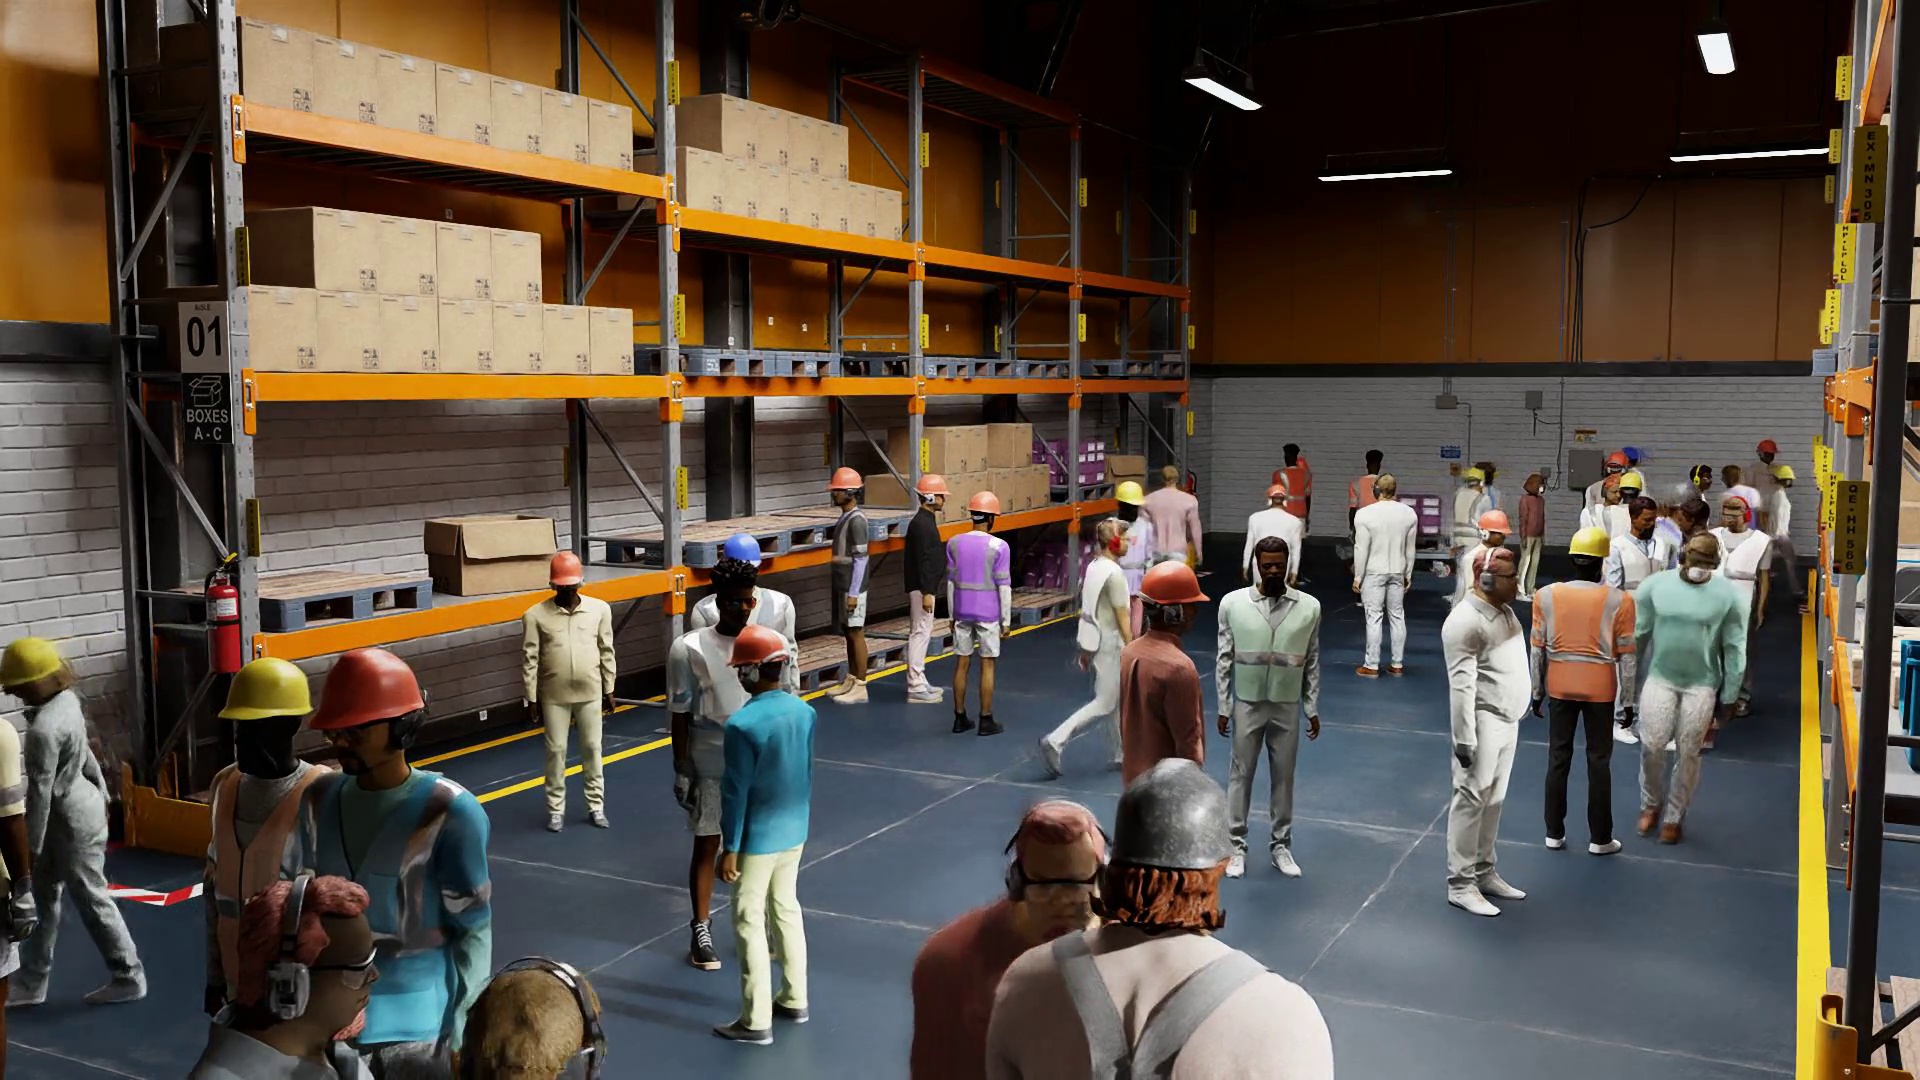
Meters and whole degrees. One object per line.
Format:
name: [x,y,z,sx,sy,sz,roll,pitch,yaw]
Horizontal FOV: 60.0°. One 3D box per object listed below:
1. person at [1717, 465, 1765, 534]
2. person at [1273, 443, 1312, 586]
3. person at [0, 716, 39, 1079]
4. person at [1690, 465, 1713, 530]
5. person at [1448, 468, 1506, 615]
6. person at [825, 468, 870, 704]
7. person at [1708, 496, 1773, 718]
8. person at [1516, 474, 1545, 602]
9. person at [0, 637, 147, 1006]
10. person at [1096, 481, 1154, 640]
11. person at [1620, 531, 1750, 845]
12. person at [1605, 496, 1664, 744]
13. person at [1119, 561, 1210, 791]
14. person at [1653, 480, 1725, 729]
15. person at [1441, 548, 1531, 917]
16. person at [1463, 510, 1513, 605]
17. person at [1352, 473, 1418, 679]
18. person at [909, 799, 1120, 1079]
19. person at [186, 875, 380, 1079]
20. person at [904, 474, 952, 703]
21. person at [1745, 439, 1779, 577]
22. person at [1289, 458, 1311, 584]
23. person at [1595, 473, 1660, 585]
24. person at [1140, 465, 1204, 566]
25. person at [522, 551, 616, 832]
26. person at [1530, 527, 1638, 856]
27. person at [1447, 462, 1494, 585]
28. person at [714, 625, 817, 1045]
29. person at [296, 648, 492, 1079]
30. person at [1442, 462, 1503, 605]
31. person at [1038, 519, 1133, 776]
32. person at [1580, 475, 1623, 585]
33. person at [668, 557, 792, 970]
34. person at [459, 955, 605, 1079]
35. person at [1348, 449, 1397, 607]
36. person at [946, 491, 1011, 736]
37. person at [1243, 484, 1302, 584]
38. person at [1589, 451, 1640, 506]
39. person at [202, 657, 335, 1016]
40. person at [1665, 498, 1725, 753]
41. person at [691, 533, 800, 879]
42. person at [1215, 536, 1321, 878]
person: [9.271,0.008,19.796,0.537,1.813,0.539,-1,5,-12]
person: [4.545,-0.350,22.842,0.613,1.963,0.362,-2,6,-21]
person: [-3.579,1.221,5.940,0.612,1.962,0.361,1,5,11]
person: [8.251,0.089,18.627,0.311,1.869,0.533,3,6,30]
person: [6.102,0.047,19.641,0.908,1.766,0.698,-2,6,-23]
person: [-0.961,0.402,14.398,0.411,2.046,0.620,-1,5,-14]
person: [6.454,0.548,13.862,0.388,1.838,0.563,-5,7,-43]
person: [7.286,-0.027,21.184,0.502,1.627,0.277,-4,7,-39]
person: [-3.951,1.236,7.221,0.744,1.684,0.557,-2,6,-24]
person: [1.472,0.438,14.656,0.585,1.916,0.389,-3,6,-28]
person: [4.301,0.881,9.905,0.683,1.908,0.457,3,6,28]
person: [5.204,0.609,12.848,0.598,1.908,0.402,-3,6,-32]
person: [0.898,1.084,7.260,0.376,1.995,0.612,-2,6,-21]
person: [5.716,0.490,13.406,0.686,2.000,0.831,-4,7,-38]
person: [2.785,0.989,8.749,0.409,1.905,0.651,4,7,39]
person: [4.289,0.626,13.481,0.346,1.746,0.573,5,7,42]
person: [3.972,0.335,15.616,0.630,1.940,0.372,-1,5,-15]
person: [0.211,1.464,3.753,0.661,1.885,0.729,1,5,6]
person: [-1.158,1.533,2.959,0.401,1.900,0.643,-1,5,-6]
person: [-0.277,0.419,14.490,0.416,1.986,0.617,0,5,2]
person: [11.501,-0.449,23.811,0.626,1.985,0.417,-2,6,-22]
person: [4.701,-0.270,23.108,0.330,1.751,0.563,4,6,35]
person: [6.450,0.302,16.120,0.593,1.912,0.399,2,6,22]
person: [2.305,0.143,17.910,0.641,1.896,0.972,3,6,27]
person: [-2.406,0.931,10.274,0.574,1.739,0.350,-2,6,-23]
person: [3.663,0.883,9.779,0.595,1.925,0.369,3,6,33]
person: [6.280,-0.047,20.405,0.781,1.828,0.434,-3,6,-28]
person: [-0.841,1.228,7.069,0.354,1.737,0.576,3,6,29]
person: [-1.590,1.309,4.583,0.614,2.043,0.374,2,6,19]
person: [6.402,-0.055,20.506,0.970,1.813,0.539,-3,6,-31]
person: [0.964,0.760,11.677,0.801,1.822,0.565,-1,5,-7]
person: [6.351,0.303,16.295,0.575,1.880,0.359,0,5,0]
person: [-1.074,1.048,7.873,0.610,1.959,0.367,-2,6,-23]
person: [-0.715,1.603,2.491,0.639,1.861,1.090,1,5,12]
person: [5.131,-0.149,20.667,0.600,1.967,0.367,2,6,20]
person: [0.158,0.579,13.087,0.550,1.925,0.391,3,6,26]
person: [3.274,0.276,17.412,0.594,1.713,0.458,1,5,15]
person: [7.680,-0.049,19.514,0.408,1.985,0.620,-5,7,-45]
person: [-2.093,1.315,5.113,0.587,1.930,0.360,2,6,22]
person: [5.554,0.642,12.513,0.397,1.908,0.599,5,7,43]
person: [-1.199,0.925,9.298,0.613,1.942,0.404,-2,6,-17]
person: [1.727,0.927,9.345,0.587,1.920,0.391,0,5,-1]
